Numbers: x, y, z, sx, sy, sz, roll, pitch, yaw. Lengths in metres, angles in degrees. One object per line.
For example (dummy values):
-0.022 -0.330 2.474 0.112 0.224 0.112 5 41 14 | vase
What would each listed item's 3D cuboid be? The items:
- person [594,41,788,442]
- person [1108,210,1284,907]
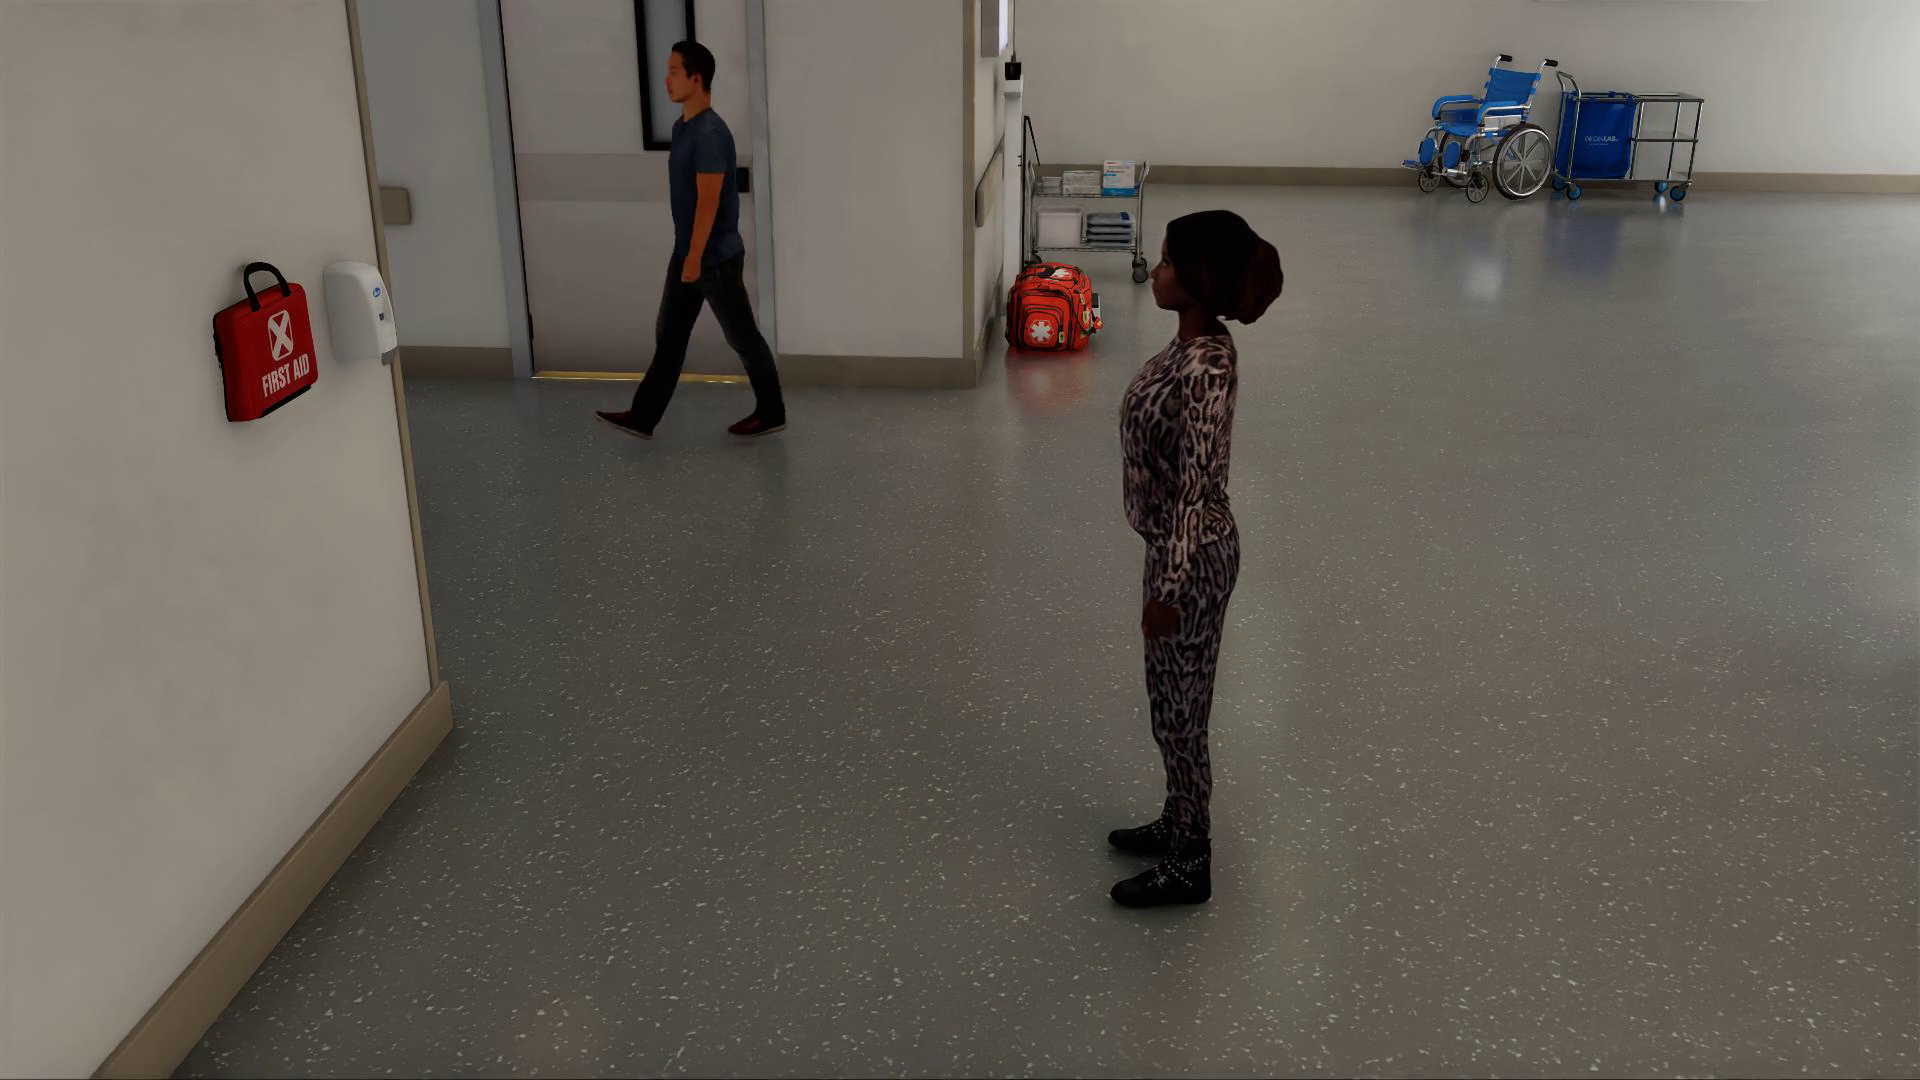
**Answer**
-1.039 -1.277 7.442 1.120 1.771 1.173 -10 23 -25 | person
0.536 0.068 3.971 0.620 1.714 0.491 2 21 5 | person
